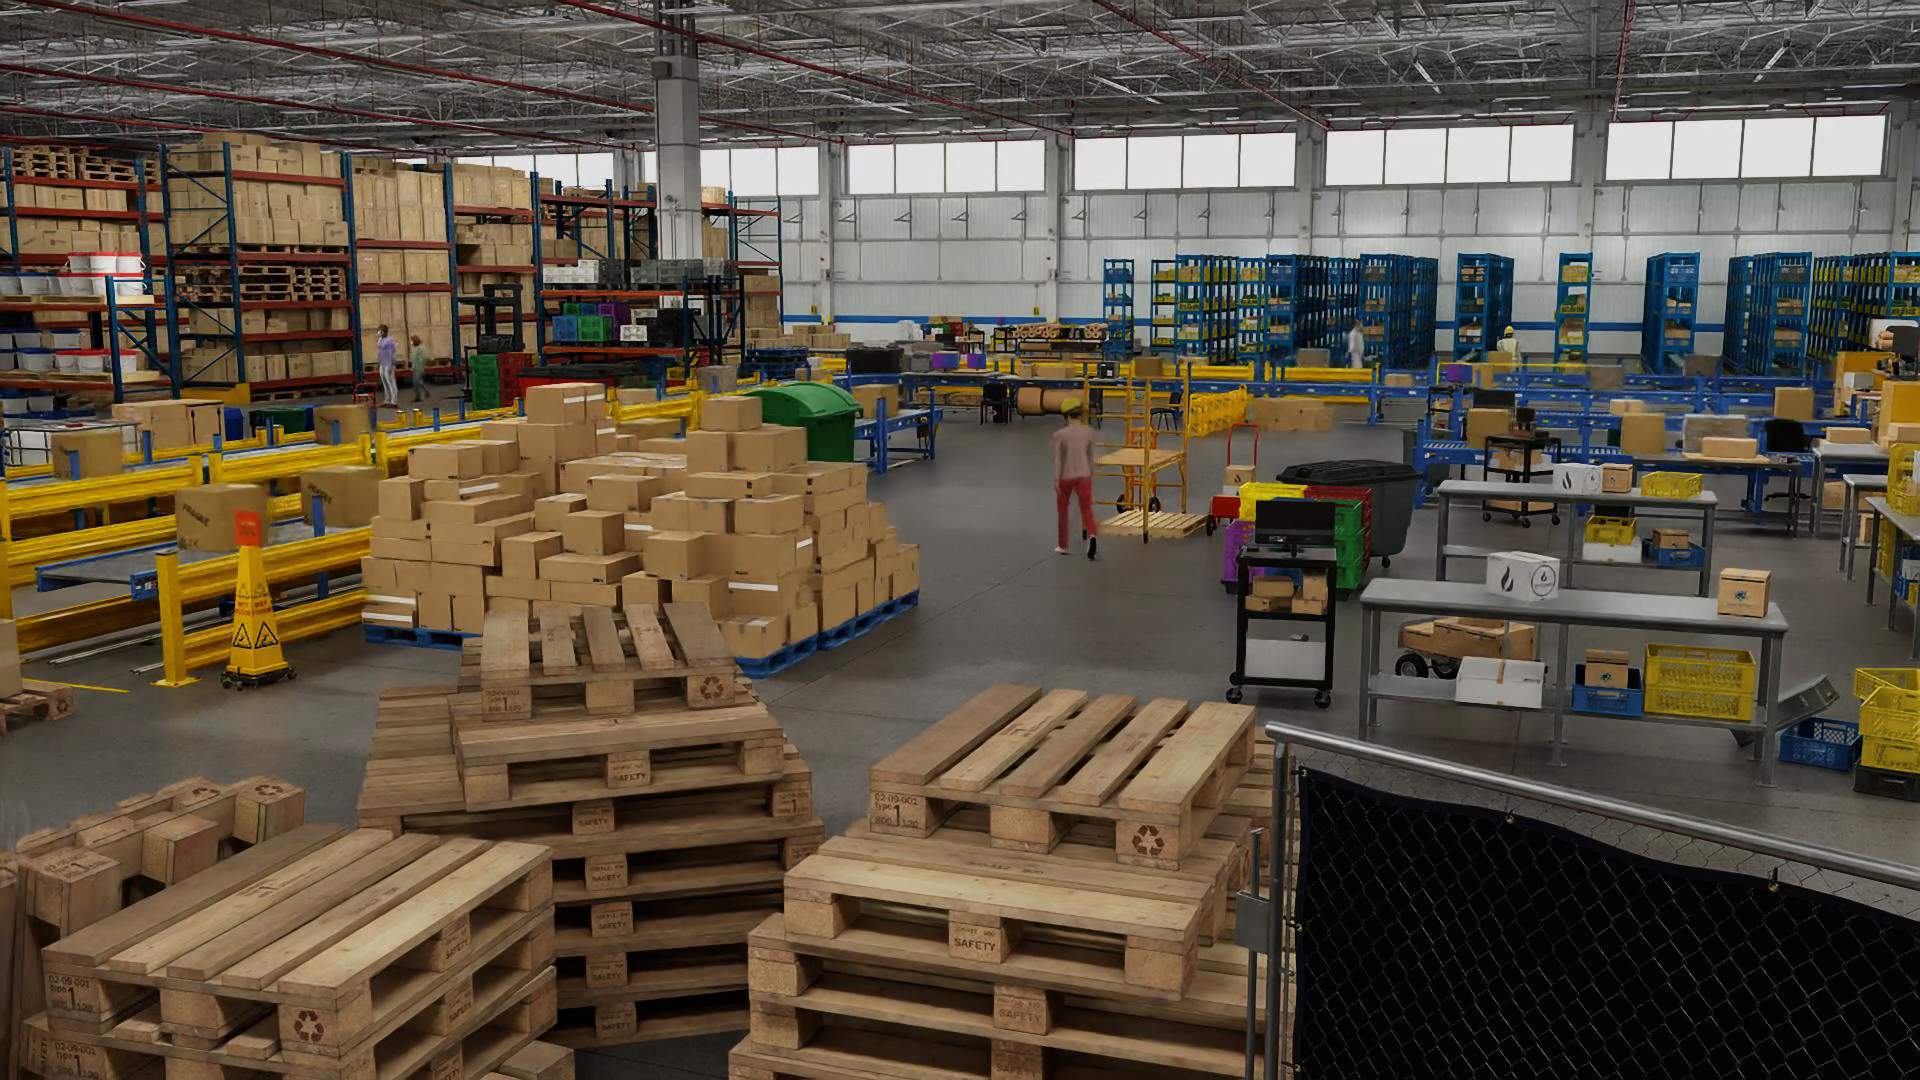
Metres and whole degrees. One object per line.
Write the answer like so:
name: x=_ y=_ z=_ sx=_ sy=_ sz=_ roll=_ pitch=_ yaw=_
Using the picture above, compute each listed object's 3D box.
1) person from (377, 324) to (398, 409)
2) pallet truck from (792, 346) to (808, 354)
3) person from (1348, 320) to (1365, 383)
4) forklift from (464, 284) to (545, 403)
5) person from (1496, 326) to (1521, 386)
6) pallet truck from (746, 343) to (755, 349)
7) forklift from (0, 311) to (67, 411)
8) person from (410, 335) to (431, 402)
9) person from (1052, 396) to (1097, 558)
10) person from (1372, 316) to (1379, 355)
person: x=-13.061 y=-3.959 z=37.892 sx=0.352 sy=1.937 sz=0.635 roll=-9 pitch=13 yaw=-44
pallet truck: x=-3.705 y=-4.298 z=42.022 sx=0.653 sy=1.274 sz=1.630 roll=3 pitch=10 yaw=20
person: x=10.362 y=-4.738 z=42.940 sx=0.785 sy=1.881 sz=0.673 roll=5 pitch=10 yaw=27
forklift: x=-10.832 y=-4.702 z=39.610 sx=1.129 sy=2.768 sz=1.873 roll=3 pitch=10 yaw=20
person: x=12.963 y=-4.144 z=39.385 sx=0.591 sy=1.834 sz=0.404 roll=0 pitch=9 yaw=2
pallet truck: x=-6.183 y=-4.618 z=44.264 sx=1.601 sy=1.201 sz=0.680 roll=-9 pitch=12 yaw=-43
forklift: x=-21.012 y=-4.252 z=36.784 sx=1.873 sy=2.768 sz=1.129 roll=-3 pitch=10 yaw=-20
person: x=-12.960 y=-4.093 z=39.733 sx=0.517 sy=1.617 sz=0.394 roll=9 pitch=13 yaw=43
person: x=1.241 y=-0.672 z=17.839 sx=0.528 sy=1.742 sz=0.740 roll=-3 pitch=9 yaw=-16
person: x=13.119 y=-6.331 z=52.658 sx=0.415 sy=1.985 sz=0.611 roll=3 pitch=10 yaw=20
